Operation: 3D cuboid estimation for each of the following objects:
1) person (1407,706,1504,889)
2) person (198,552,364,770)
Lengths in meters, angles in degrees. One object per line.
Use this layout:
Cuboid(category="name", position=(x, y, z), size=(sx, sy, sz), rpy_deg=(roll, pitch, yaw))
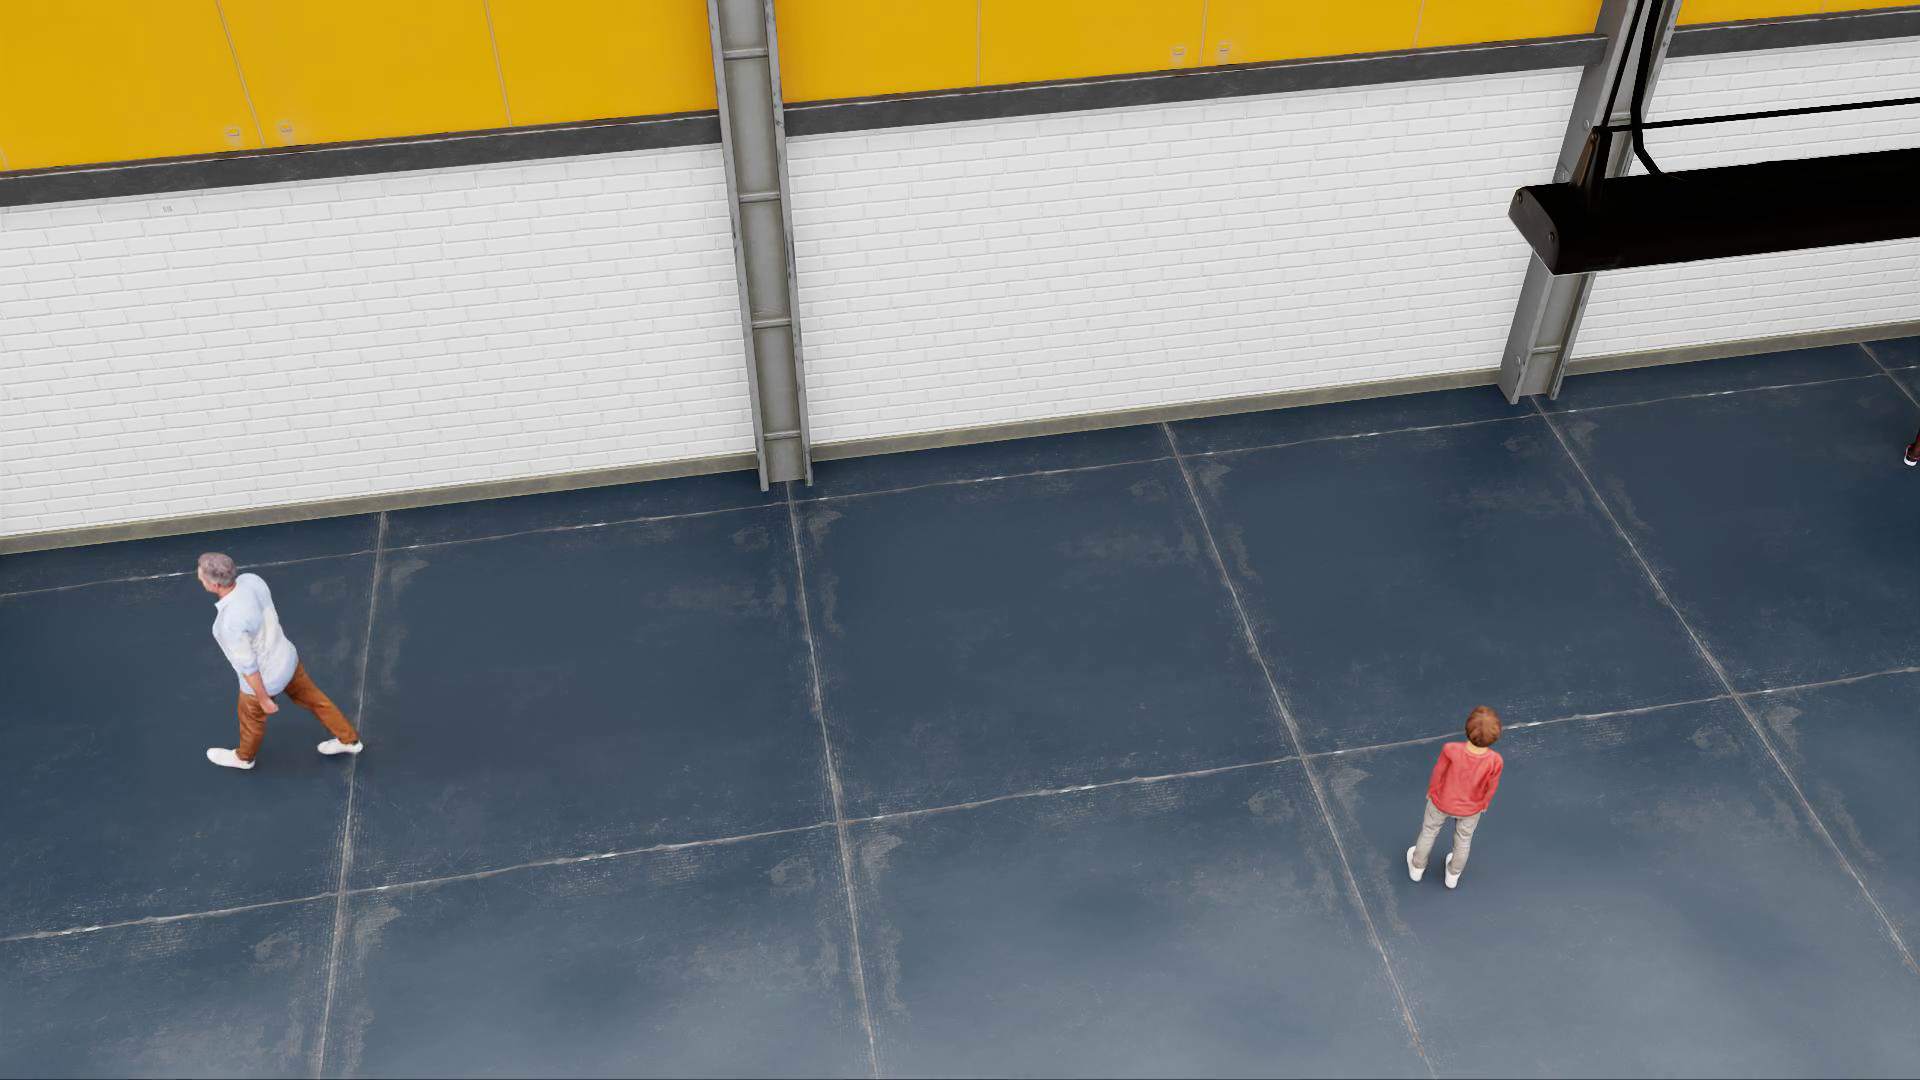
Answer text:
Cuboid(category="person", position=(2.865, 1.491, 9.568), size=(0.527, 1.415, 0.636), rpy_deg=(11, 45, 11))
Cuboid(category="person", position=(-4.105, 0.769, 10.062), size=(1.208, 1.779, 0.864), rpy_deg=(1, 44, 1))
